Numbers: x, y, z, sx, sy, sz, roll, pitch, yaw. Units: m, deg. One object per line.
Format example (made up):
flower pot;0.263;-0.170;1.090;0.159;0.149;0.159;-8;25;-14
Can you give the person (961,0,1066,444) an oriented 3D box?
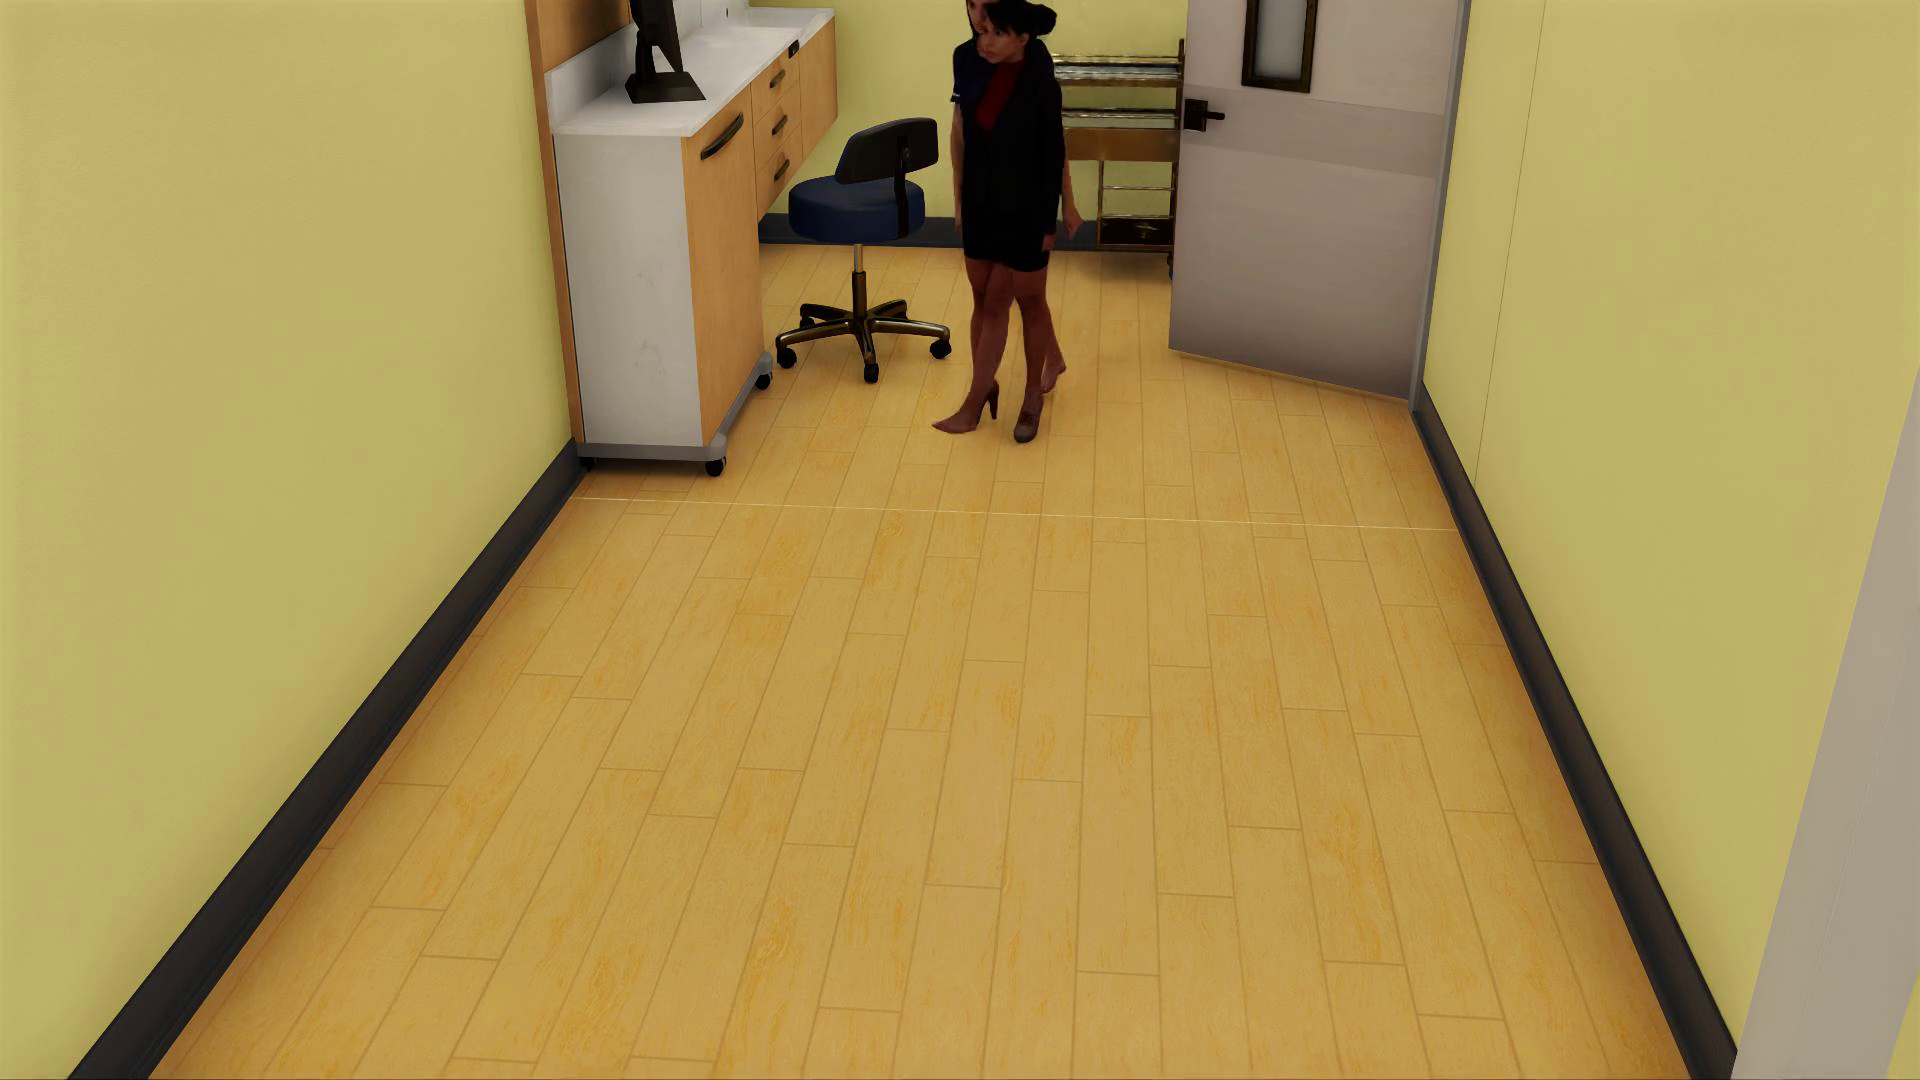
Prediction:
person;0.171;-1.167;6.165;0.680;1.640;0.747;17;31;31

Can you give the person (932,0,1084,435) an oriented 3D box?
person;0.243;-1.283;6.340;1.196;1.697;1.109;16;30;29
